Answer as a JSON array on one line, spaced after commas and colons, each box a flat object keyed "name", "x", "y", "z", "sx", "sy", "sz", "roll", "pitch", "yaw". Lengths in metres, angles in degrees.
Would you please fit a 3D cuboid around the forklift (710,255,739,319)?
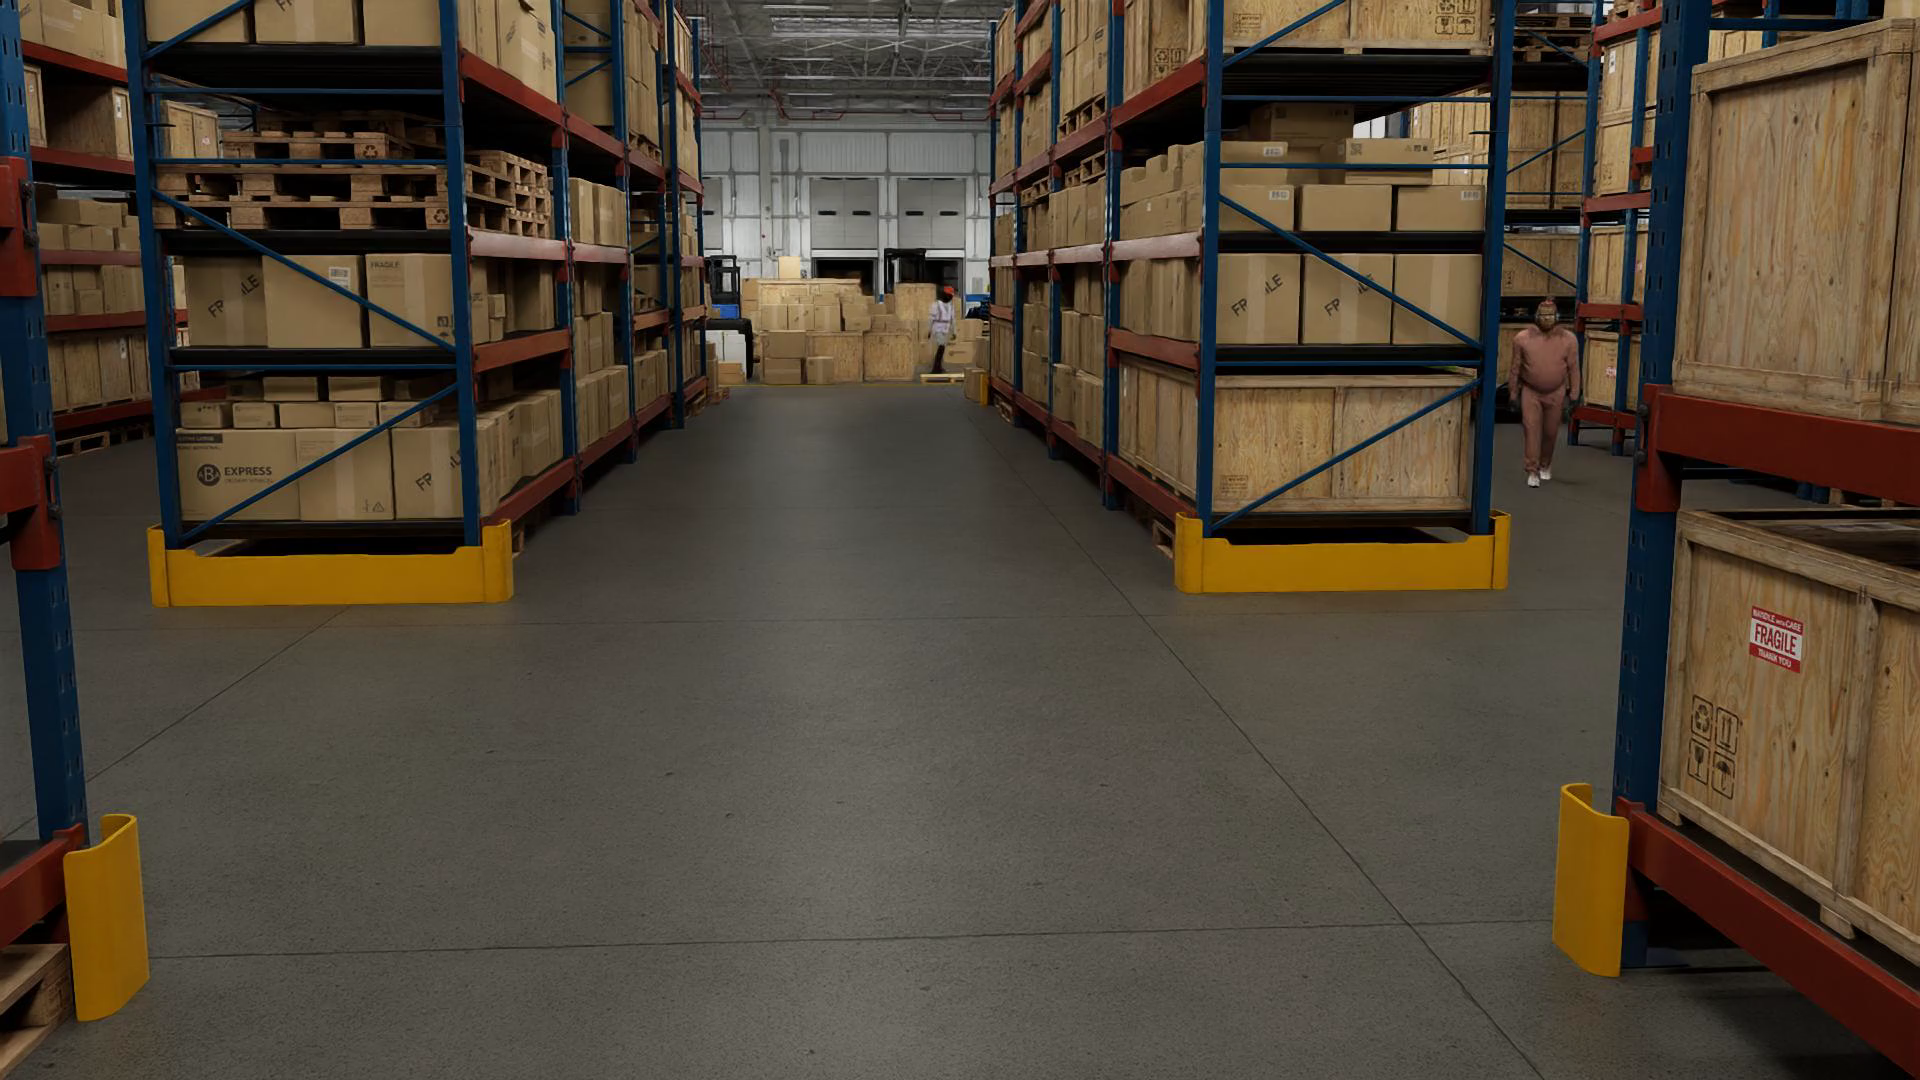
[{"name": "forklift", "x": -8.368, "y": -8.713, "z": 59.038, "sx": 1.129, "sy": 2.768, "sz": 1.873, "roll": -1, "pitch": 9, "yaw": -4}]

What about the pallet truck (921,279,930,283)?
[{"name": "pallet truck", "x": -0.932, "y": -8.922, "z": 63.114, "sx": 1.885, "sy": 1.965, "sz": 0.823, "roll": 2, "pitch": 9, "yaw": 13}]

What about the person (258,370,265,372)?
[{"name": "person", "x": -7.761, "y": -1.842, "z": 19.319, "sx": 0.649, "sy": 1.786, "sz": 0.971, "roll": 0, "pitch": 9, "yaw": -2}]

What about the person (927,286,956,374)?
[{"name": "person", "x": -0.368, "y": -4.390, "z": 34.984, "sx": 0.560, "sy": 1.885, "sz": 0.772, "roll": -8, "pitch": 12, "yaw": -42}]

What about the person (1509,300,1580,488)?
[{"name": "person", "x": 5.927, "y": -1.498, "z": 16.898, "sx": 0.665, "sy": 1.881, "sz": 0.900, "roll": 2, "pitch": 9, "yaw": 13}]

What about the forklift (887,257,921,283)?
[{"name": "forklift", "x": -1.475, "y": -6.327, "z": 44.060, "sx": 1.129, "sy": 2.768, "sz": 1.873, "roll": -1, "pitch": 9, "yaw": -4}]

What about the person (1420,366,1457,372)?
[{"name": "person", "x": 4.272, "y": -1.112, "z": 15.012, "sx": 0.320, "sy": 1.698, "sz": 0.531, "roll": -7, "pitch": 11, "yaw": -36}]
